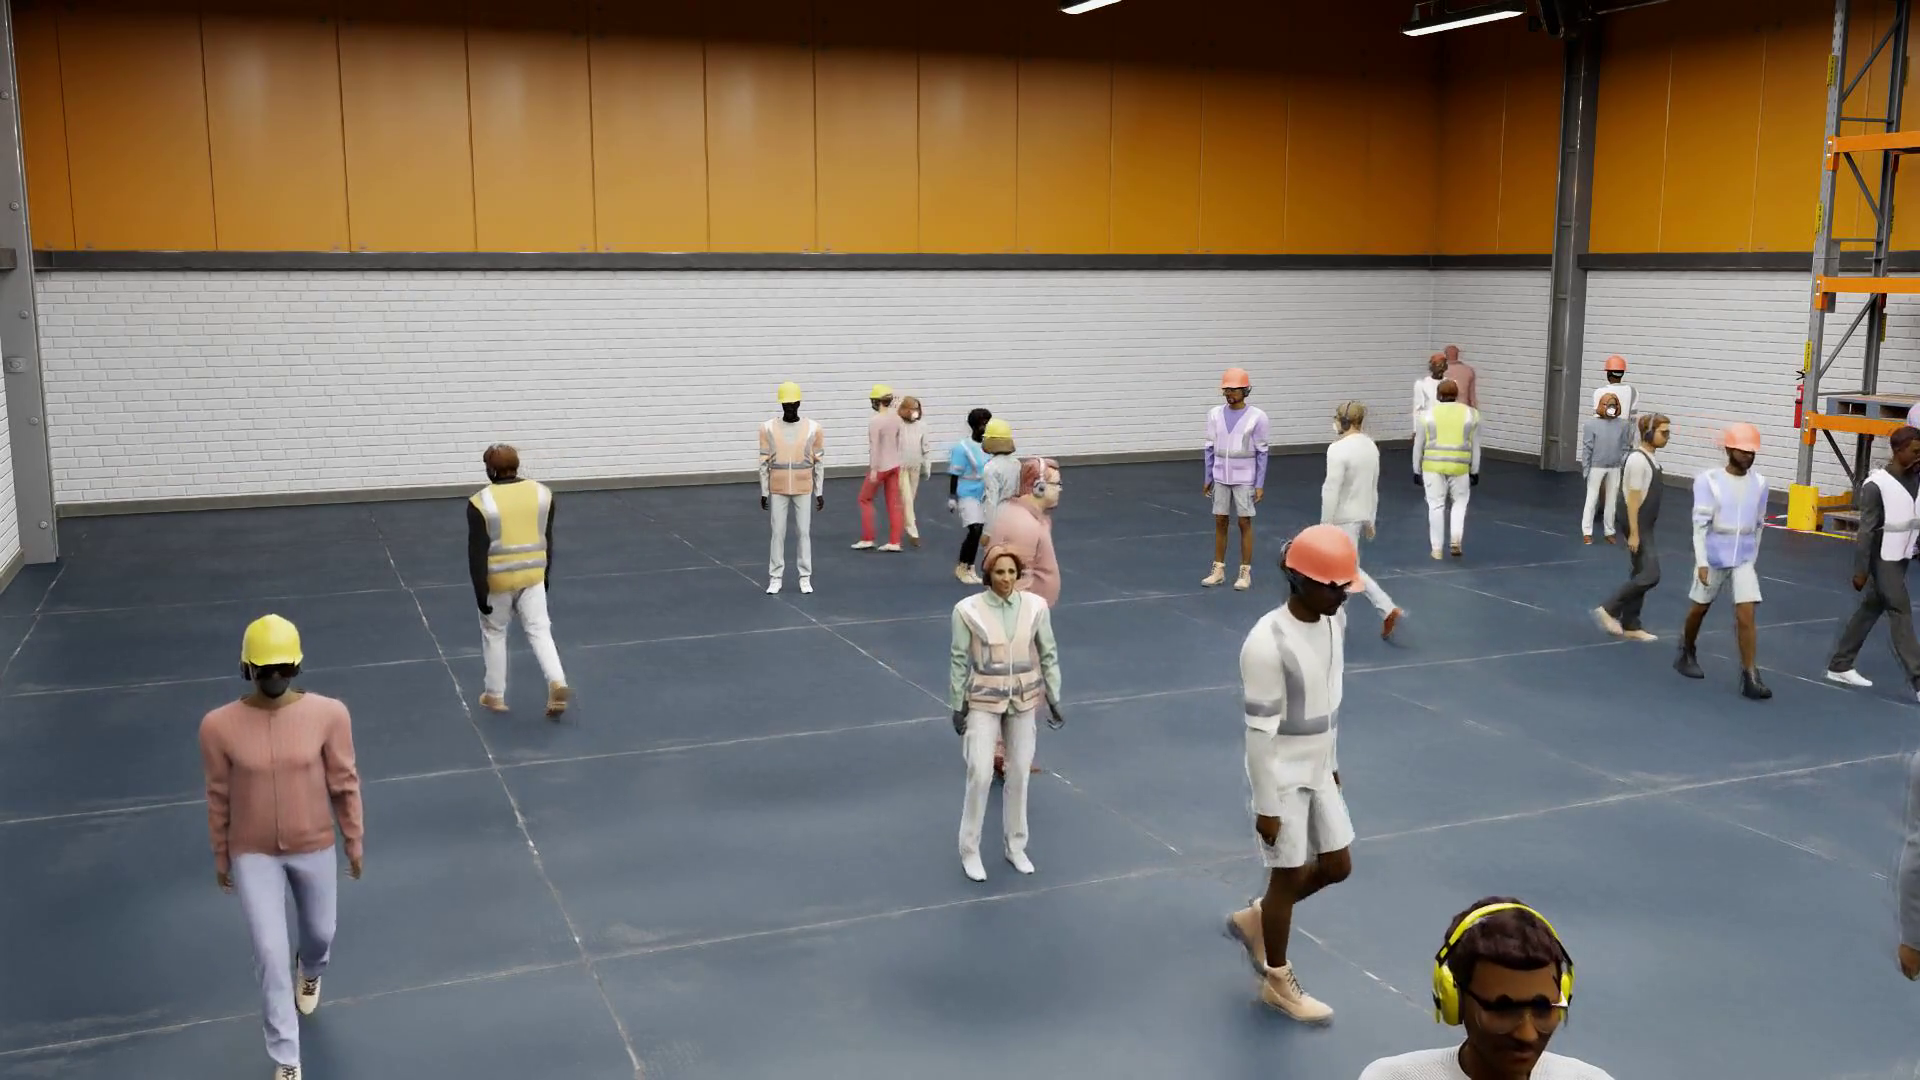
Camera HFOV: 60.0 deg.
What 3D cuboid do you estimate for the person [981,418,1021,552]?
[{"bbox_3d":[0.310,-0.106,13.387,0.319,1.742,0.492,6,11,31],"label":"person"}]

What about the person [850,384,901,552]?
[{"bbox_3d":[-0.876,-0.743,17.230,0.662,1.735,0.541,6,11,32],"label":"person"}]

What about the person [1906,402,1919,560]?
[{"bbox_3d":[9.729,-0.710,16.558,0.401,1.904,0.648,-2,10,-13],"label":"person"}]

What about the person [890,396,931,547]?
[{"bbox_3d":[-0.592,-0.757,17.785,0.503,1.597,0.791,-6,11,-32],"label":"person"}]

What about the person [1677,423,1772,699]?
[{"bbox_3d":[5.363,0.118,11.625,0.550,1.888,1.014,0,9,1],"label":"person"}]

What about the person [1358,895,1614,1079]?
[{"bbox_3d":[0.933,1.543,3.004,0.512,1.873,0.328,-1,9,-3],"label":"person"}]

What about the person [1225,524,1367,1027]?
[{"bbox_3d":[1.295,0.911,6.443,0.607,2.002,0.668,9,13,43],"label":"person"}]

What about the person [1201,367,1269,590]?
[{"bbox_3d":[2.503,-0.559,15.219,0.605,2.045,0.383,6,11,34],"label":"person"}]

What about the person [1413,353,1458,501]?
[{"bbox_3d":[5.953,-1.403,20.862,0.580,1.869,0.442,0,9,-1],"label":"person"}]

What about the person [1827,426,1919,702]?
[{"bbox_3d":[6.472,0.154,11.427,0.611,1.864,0.991,-6,11,-32],"label":"person"}]

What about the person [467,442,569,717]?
[{"bbox_3d":[-2.905,0.267,10.905,0.617,1.819,0.824,-8,12,-38],"label":"person"}]

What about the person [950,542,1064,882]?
[{"bbox_3d":[0.214,0.824,8.097,0.534,1.635,0.366,-3,10,-19],"label":"person"}]

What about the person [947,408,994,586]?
[{"bbox_3d":[0.134,-0.394,15.345,0.422,1.673,0.544,8,12,41],"label":"person"}]

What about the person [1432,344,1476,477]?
[{"bbox_3d":[6.971,-1.812,23.407,0.657,1.866,0.901,0,9,-2],"label":"person"}]

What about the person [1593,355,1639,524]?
[{"bbox_3d":[7.494,-1.153,19.141,0.552,1.935,0.374,-2,10,-10],"label":"person"}]

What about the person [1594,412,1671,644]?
[{"bbox_3d":[5.321,-0.086,12.995,0.438,1.831,0.531,6,11,33],"label":"person"}]

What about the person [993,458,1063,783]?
[{"bbox_3d":[0.359,0.460,9.610,0.466,1.877,0.658,0,9,-1],"label":"person"}]

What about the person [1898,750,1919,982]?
[{"bbox_3d":[3.157,1.218,4.880,0.643,1.906,0.833,0,9,2],"label":"person"}]

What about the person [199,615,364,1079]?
[{"bbox_3d":[-2.482,1.099,6.123,0.524,1.738,0.781,-4,10,-23],"label":"person"}]

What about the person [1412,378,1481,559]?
[{"bbox_3d":[4.890,-0.710,16.762,0.659,1.831,0.434,2,10,12],"label":"person"}]

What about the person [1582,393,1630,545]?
[{"bbox_3d":[6.854,-0.756,17.683,0.494,1.624,0.279,0,9,-3],"label":"person"}]

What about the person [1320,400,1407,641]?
[{"bbox_3d":[3.140,-0.148,13.147,0.872,1.916,0.631,7,12,38],"label":"person"}]

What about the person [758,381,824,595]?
[{"bbox_3d":[-1.518,-0.467,15.010,0.588,1.928,0.383,-1,9,-3],"label":"person"}]
